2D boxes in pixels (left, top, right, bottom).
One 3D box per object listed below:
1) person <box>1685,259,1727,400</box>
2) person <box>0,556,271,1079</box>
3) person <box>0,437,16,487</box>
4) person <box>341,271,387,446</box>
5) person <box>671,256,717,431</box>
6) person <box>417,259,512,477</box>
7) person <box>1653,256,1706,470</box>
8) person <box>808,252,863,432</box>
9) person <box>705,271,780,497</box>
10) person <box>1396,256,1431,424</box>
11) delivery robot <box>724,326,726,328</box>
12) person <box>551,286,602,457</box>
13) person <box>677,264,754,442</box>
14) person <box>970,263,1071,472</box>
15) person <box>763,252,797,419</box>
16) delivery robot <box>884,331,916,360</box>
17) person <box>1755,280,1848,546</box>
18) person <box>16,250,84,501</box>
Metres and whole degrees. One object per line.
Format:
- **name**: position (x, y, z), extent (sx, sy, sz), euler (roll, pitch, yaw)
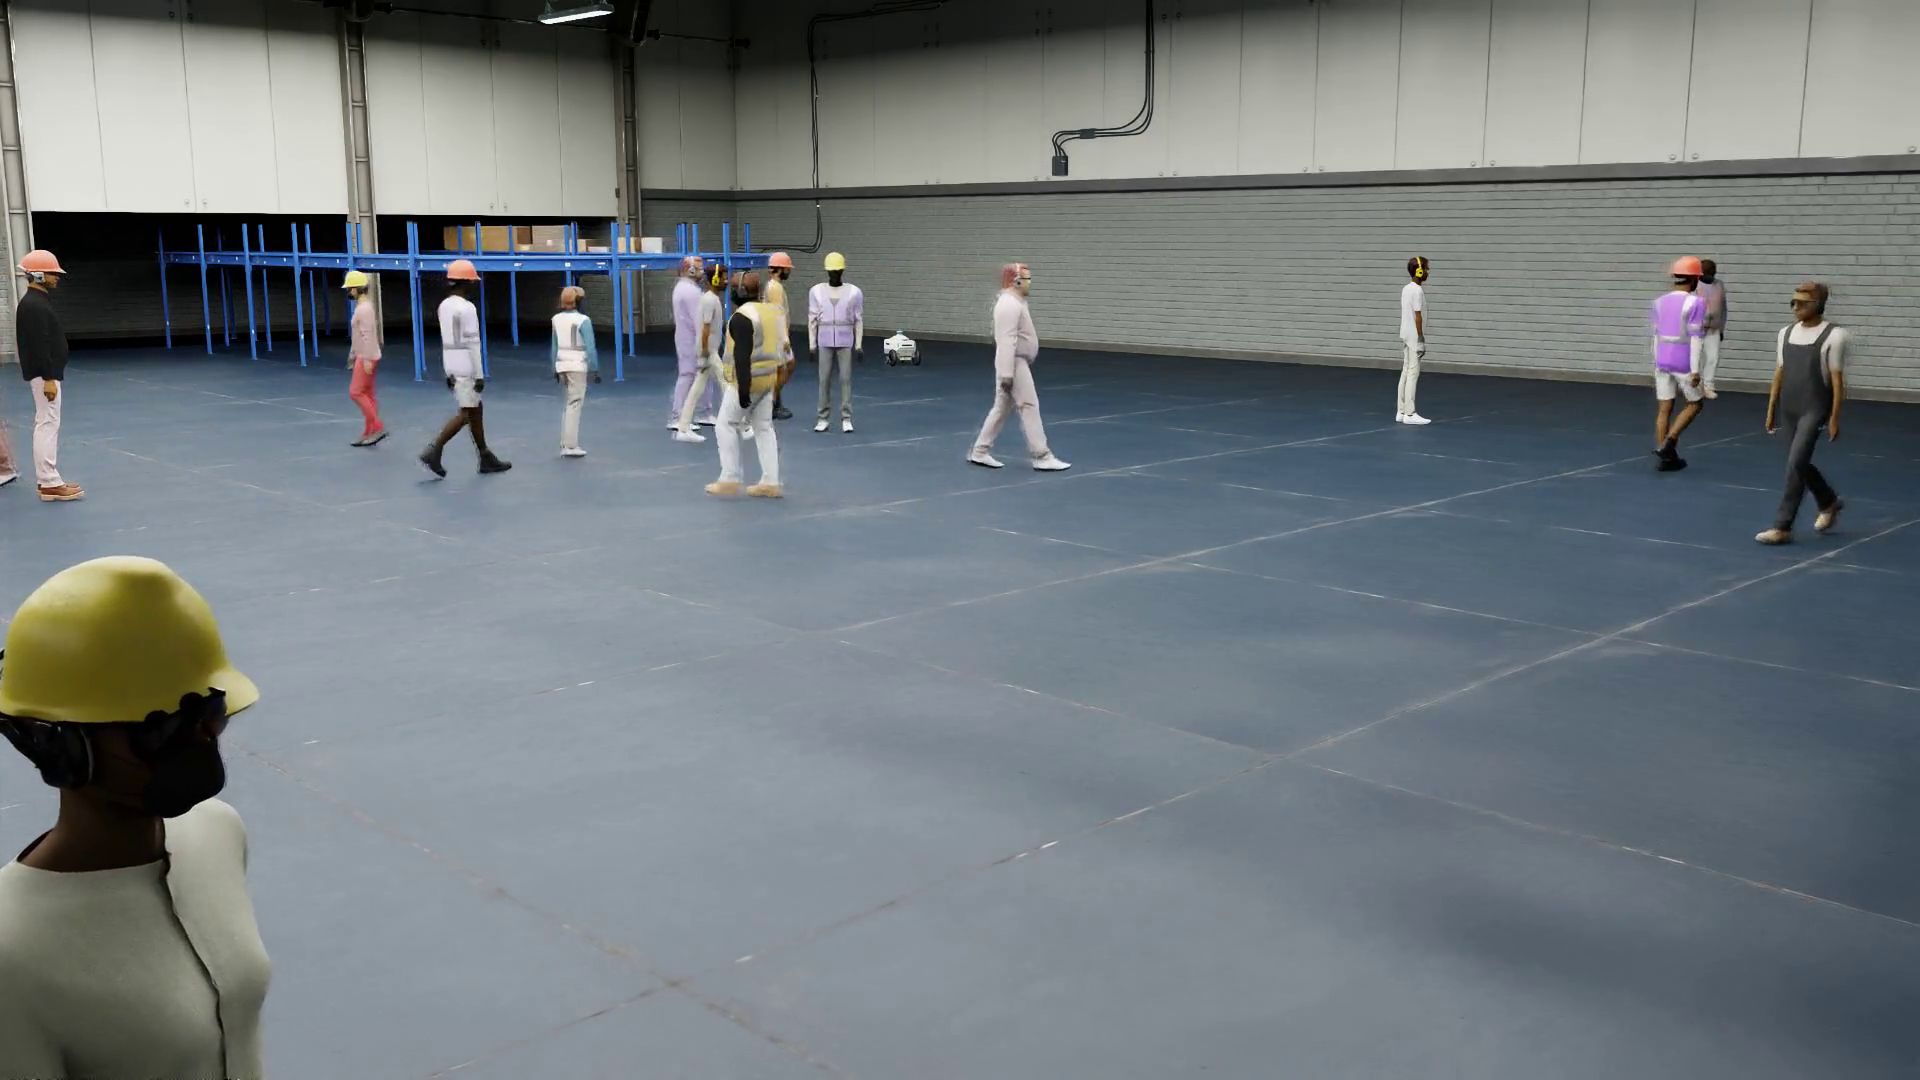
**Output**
- **person**: position (9.525, -2.696, 21.381), extent (0.653, 1.812, 0.503), euler (0, 10, -1)
- **person**: position (-0.928, 0.886, 1.943), extent (0.331, 1.767, 0.527), euler (1, 10, 4)
- **person**: position (-8.169, -1.276, 13.560), extent (0.705, 1.844, 1.011), euler (2, 11, 11)
- **person**: position (-6.003, -1.817, 16.705), extent (0.363, 1.760, 0.547), euler (-3, 11, -18)
- **person**: position (-2.831, -2.130, 18.091), extent (0.759, 1.882, 0.660), euler (-2, 11, -13)
- **person**: position (-4.418, -1.518, 14.671), extent (0.812, 1.920, 0.555), euler (-9, 14, -40)
- **person**: position (6.499, -1.591, 15.013), extent (0.398, 1.923, 0.571), euler (-5, 11, -25)
- **person**: position (-1.347, -2.131, 17.962), extent (0.593, 1.923, 0.386), euler (0, 10, 1)
- **person**: position (-1.796, -1.253, 13.478), extent (0.725, 1.818, 0.646), euler (3, 11, 17)
- **person**: position (5.149, -2.259, 18.801), extent (0.328, 1.876, 0.513), euler (-1, 10, -4)
- **delivery robot**: position (-4.322, -4.301, 32.687), extent (0.335, 0.223, 0.698), euler (8, 13, 37)
- **person**: position (-3.677, -1.614, 15.946), extent (0.512, 1.625, 0.489), euler (8, 13, 38)
- **person**: position (-2.492, -1.920, 17.114), extent (0.971, 1.815, 0.522), euler (-3, 11, -15)
- **person**: position (0.521, -1.559, 15.030), extent (0.908, 1.866, 0.664), euler (0, 10, -1)
- **person**: position (-2.078, -2.358, 19.231), extent (0.419, 1.922, 0.547), euler (-1, 10, -7)
- **delivery robot**: position (-0.994, -3.197, 27.375), extent (0.477, 0.478, 0.707), euler (-4, 11, -21)
- **person**: position (5.924, -0.897, 11.560), extent (0.875, 1.819, 0.520), euler (-5, 11, -24)
- **person**: position (-7.349, -1.330, 13.408), extent (0.395, 1.990, 0.625), euler (-6, 12, -30)
